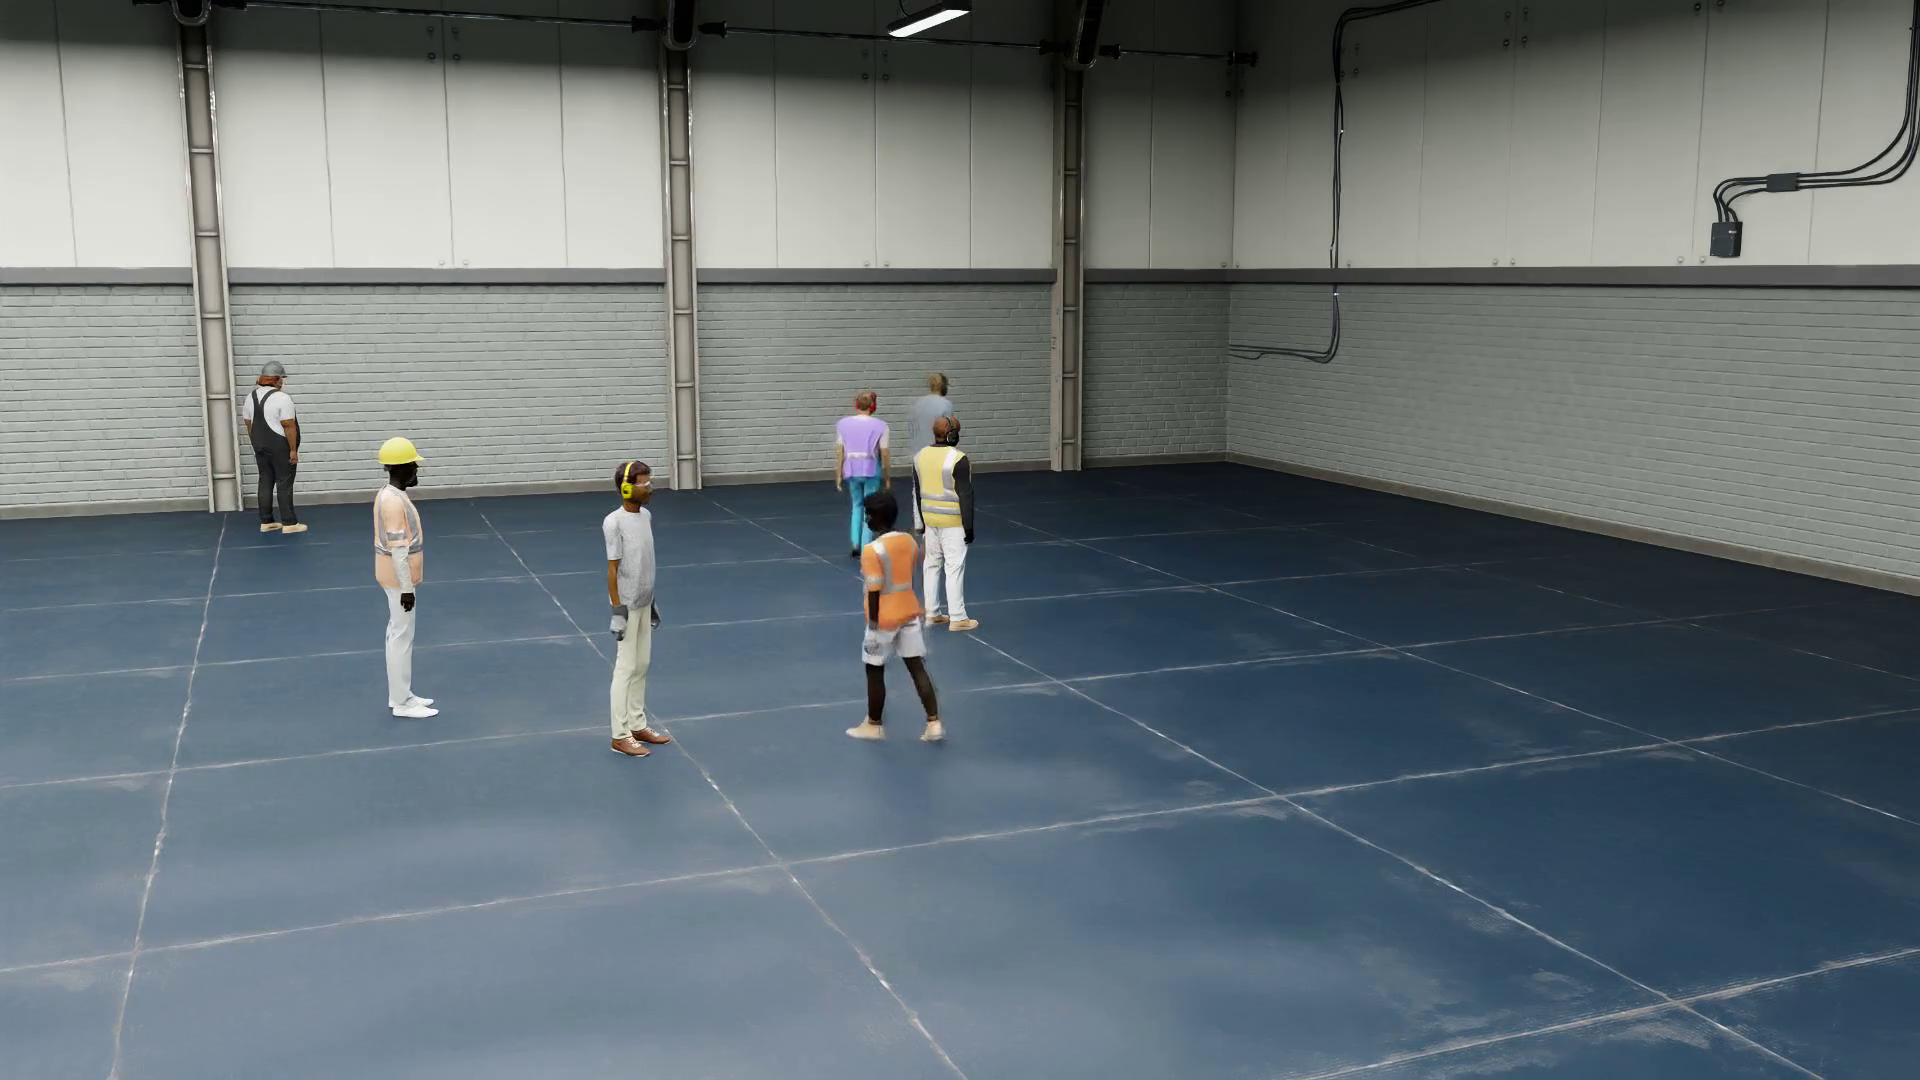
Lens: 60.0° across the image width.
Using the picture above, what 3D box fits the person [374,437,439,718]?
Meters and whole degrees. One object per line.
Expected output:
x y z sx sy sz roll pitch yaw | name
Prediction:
-3.832 0.257 11.449 0.360 1.930 0.588 -4 10 -22 | person

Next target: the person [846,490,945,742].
-0.404 0.517 10.734 0.793 1.672 0.560 7 11 36 | person

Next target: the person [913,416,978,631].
-0.107 -0.145 14.254 0.627 1.844 0.429 8 12 43 | person

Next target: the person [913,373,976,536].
-0.198 -1.003 19.484 0.640 1.897 0.947 9 13 44 | person

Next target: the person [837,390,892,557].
-1.004 -0.675 17.632 0.598 1.820 0.497 3 9 17 | person

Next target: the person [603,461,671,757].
-2.061 0.426 10.585 0.314 1.867 0.537 3 9 17 | person

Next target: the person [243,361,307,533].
-8.060 -1.107 19.665 0.688 2.000 0.536 4 10 24 | person
